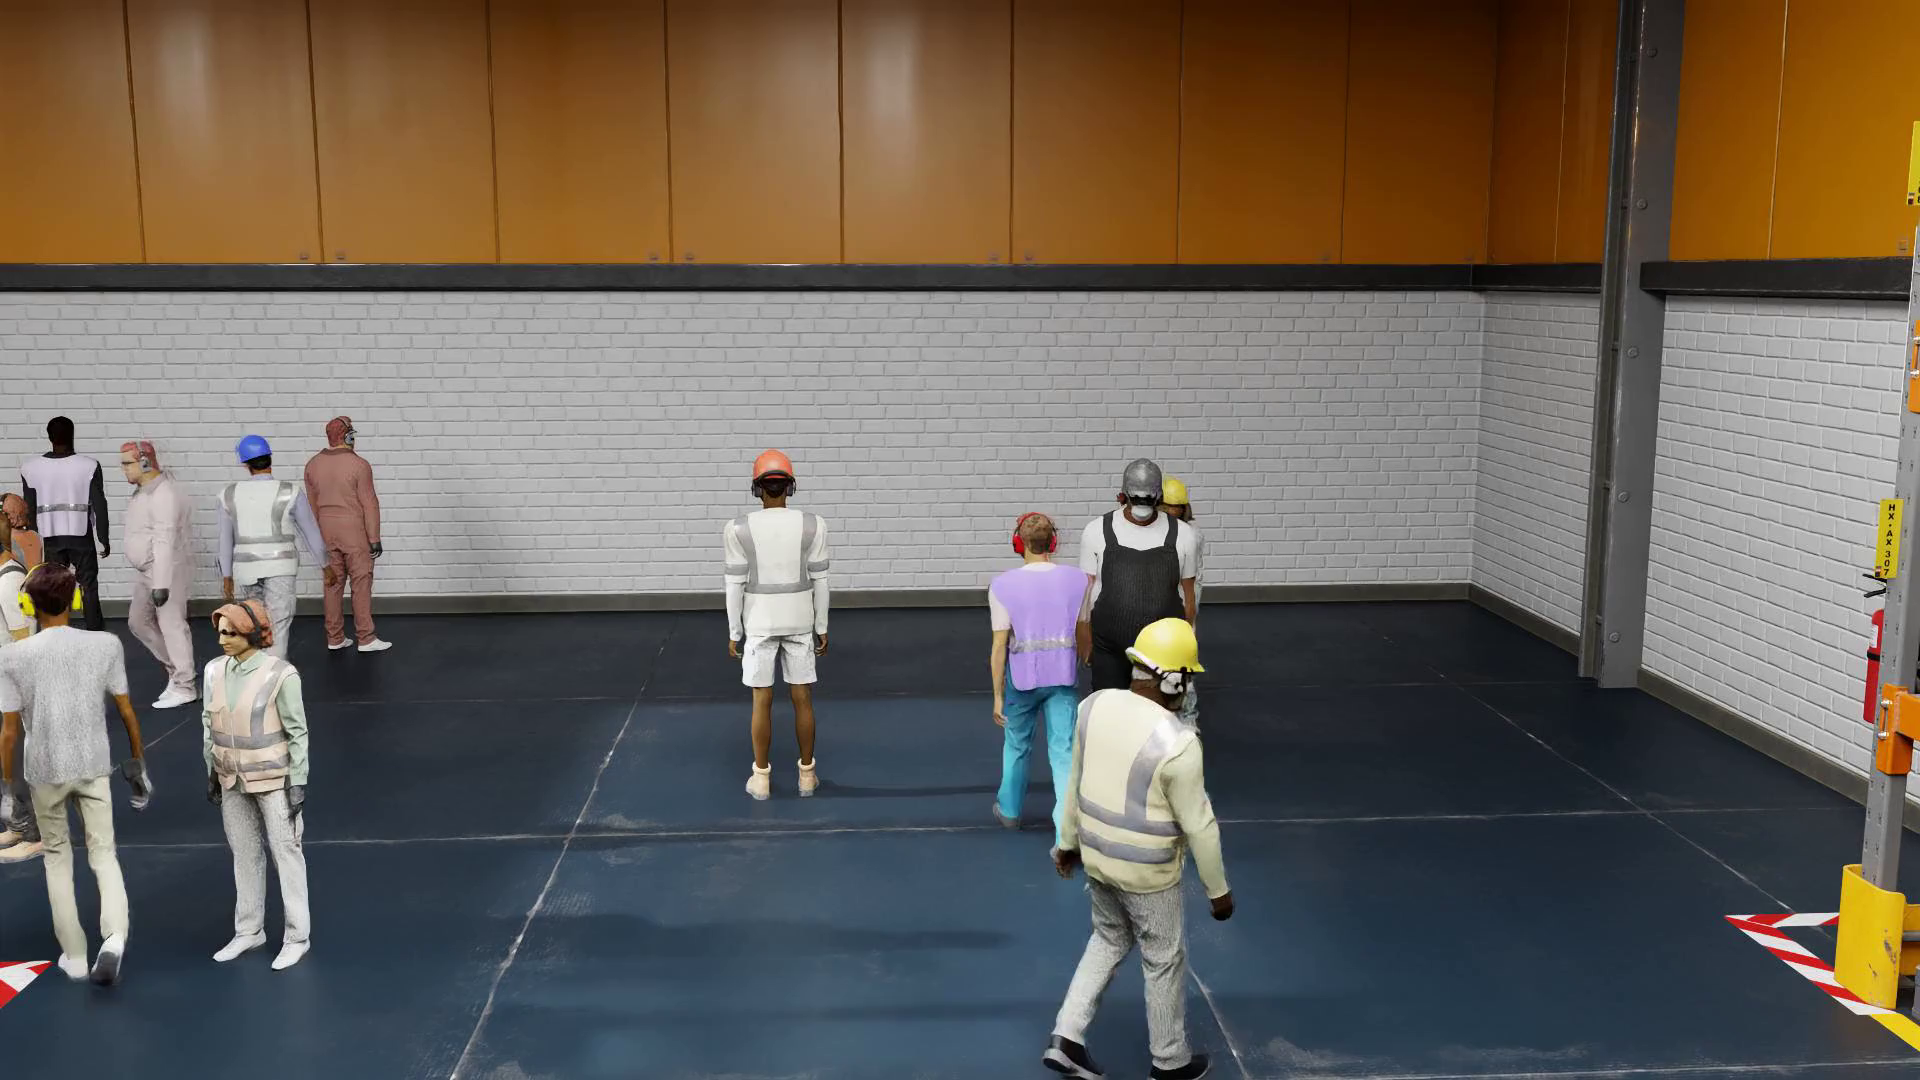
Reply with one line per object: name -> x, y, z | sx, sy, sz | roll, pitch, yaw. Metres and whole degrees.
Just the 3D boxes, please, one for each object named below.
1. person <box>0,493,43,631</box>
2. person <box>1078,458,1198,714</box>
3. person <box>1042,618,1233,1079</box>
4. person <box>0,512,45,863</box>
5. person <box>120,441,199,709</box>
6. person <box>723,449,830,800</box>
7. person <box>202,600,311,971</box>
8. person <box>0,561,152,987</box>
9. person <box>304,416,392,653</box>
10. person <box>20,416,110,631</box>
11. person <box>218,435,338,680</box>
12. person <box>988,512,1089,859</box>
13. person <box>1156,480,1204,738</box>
person -> -6.081, 0.508, 10.782 | 0.311, 1.638, 0.523 | -1, 9, -5
person -> 1.005, 0.536, 9.352 | 0.677, 2.000, 0.536 | 0, 9, 0
person -> 0.625, 1.177, 6.043 | 0.764, 1.811, 0.685 | -7, 11, -36
person -> -4.930, 0.750, 8.639 | 0.351, 1.840, 0.506 | -6, 11, -34
person -> -5.617, 0.242, 11.660 | 0.412, 1.886, 0.677 | -8, 12, -43
person -> -1.060, 0.491, 9.642 | 0.607, 2.040, 0.378 | -2, 9, -12
person -> -3.079, 1.067, 7.284 | 0.523, 1.636, 0.309 | 3, 10, 19
person -> -3.725, 1.014, 7.014 | 0.581, 1.836, 0.683 | -7, 11, -37
person -> -4.916, -0.041, 13.381 | 0.642, 1.913, 0.409 | 3, 10, 19
person -> -7.107, -0.023, 13.252 | 0.597, 1.914, 0.370 | -2, 9, -15
person -> -4.822, 0.206, 11.823 | 0.689, 1.901, 0.894 | 1, 9, 4
person -> 0.419, 0.753, 8.777 | 0.563, 1.800, 0.971 | -2, 9, -13
person -> 1.386, 0.440, 11.035 | 0.495, 1.686, 0.924 | -1, 9, -6
